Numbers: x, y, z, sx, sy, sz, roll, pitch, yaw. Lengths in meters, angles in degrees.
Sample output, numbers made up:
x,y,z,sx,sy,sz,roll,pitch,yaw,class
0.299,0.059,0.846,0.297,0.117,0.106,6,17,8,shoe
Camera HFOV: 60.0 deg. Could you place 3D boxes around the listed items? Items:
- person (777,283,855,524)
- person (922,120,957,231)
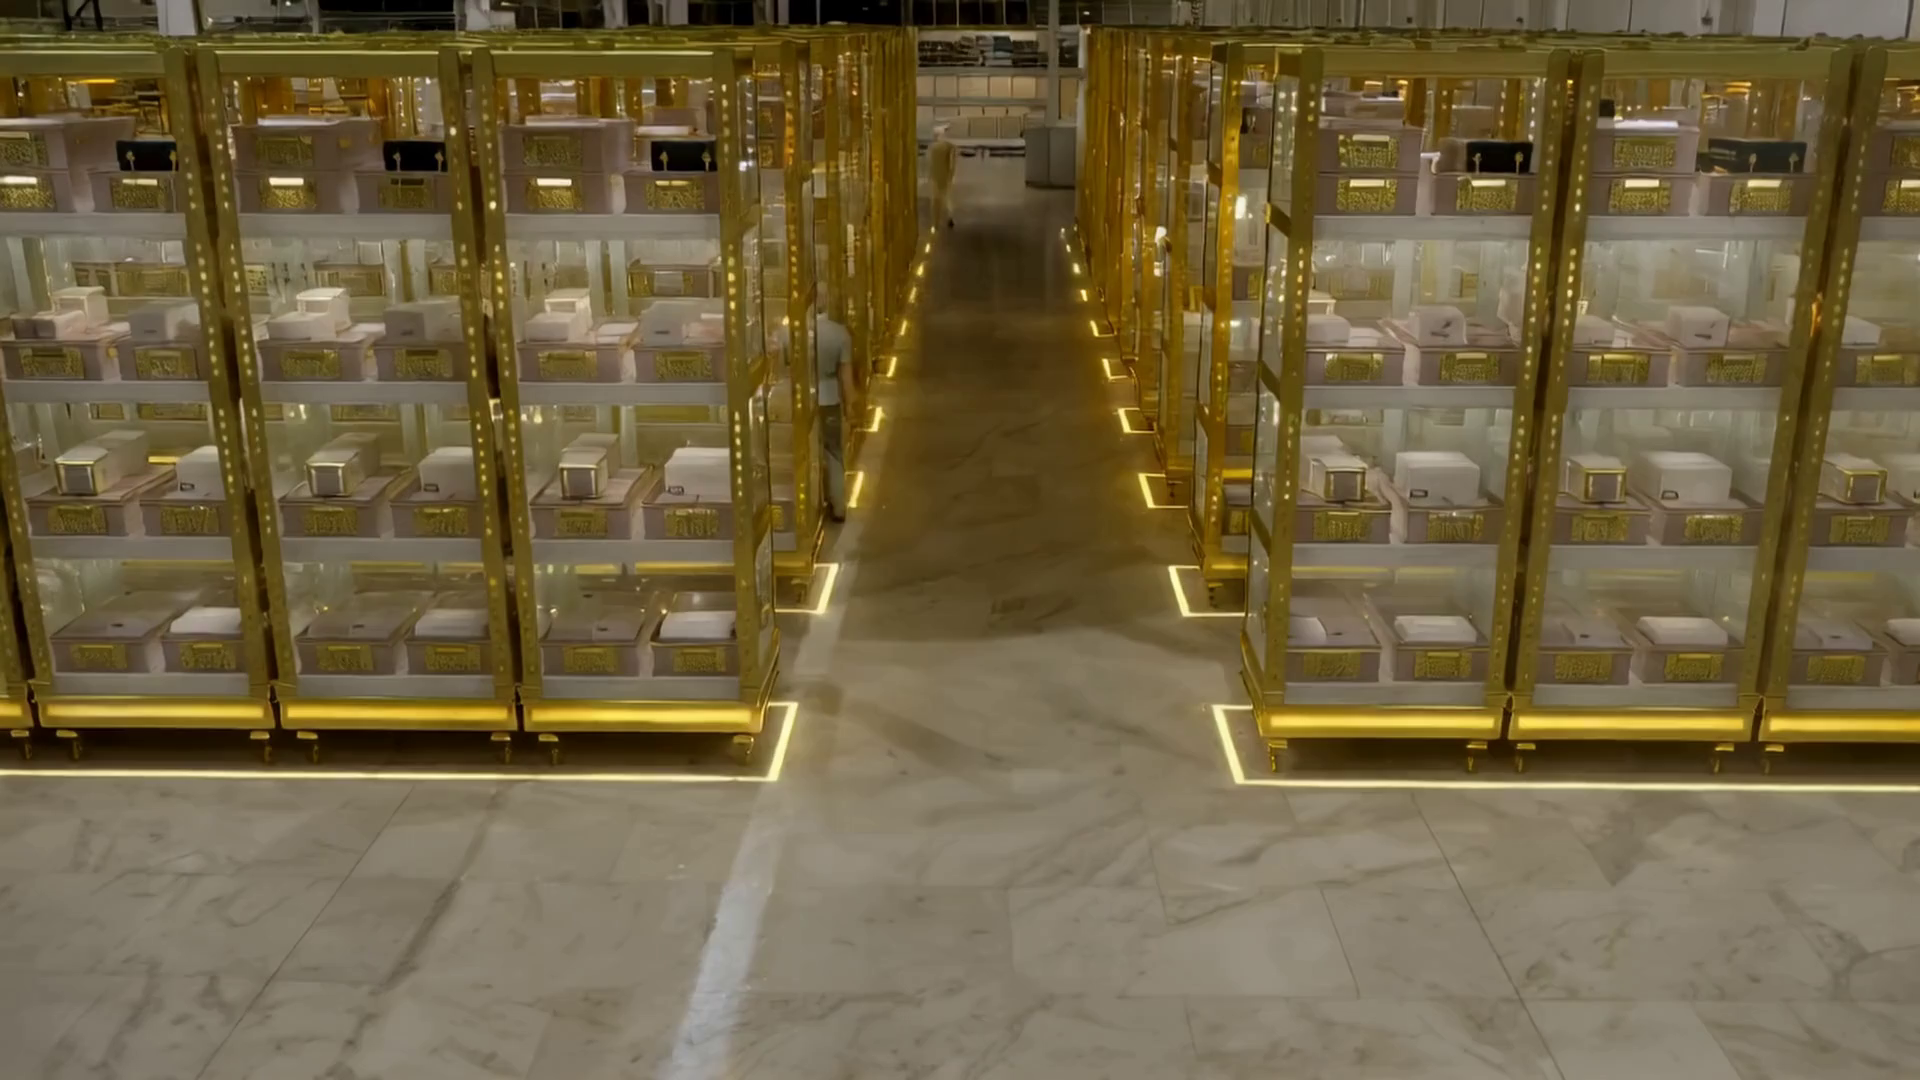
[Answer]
x,y,z,sx,sy,sz,roll,pitch,yaw,class
-1.090,-1.006,12.570,0.611,1.834,0.389,-2,17,-5,person
-0.379,-6.610,30.193,0.630,1.980,0.455,-7,19,-21,person
